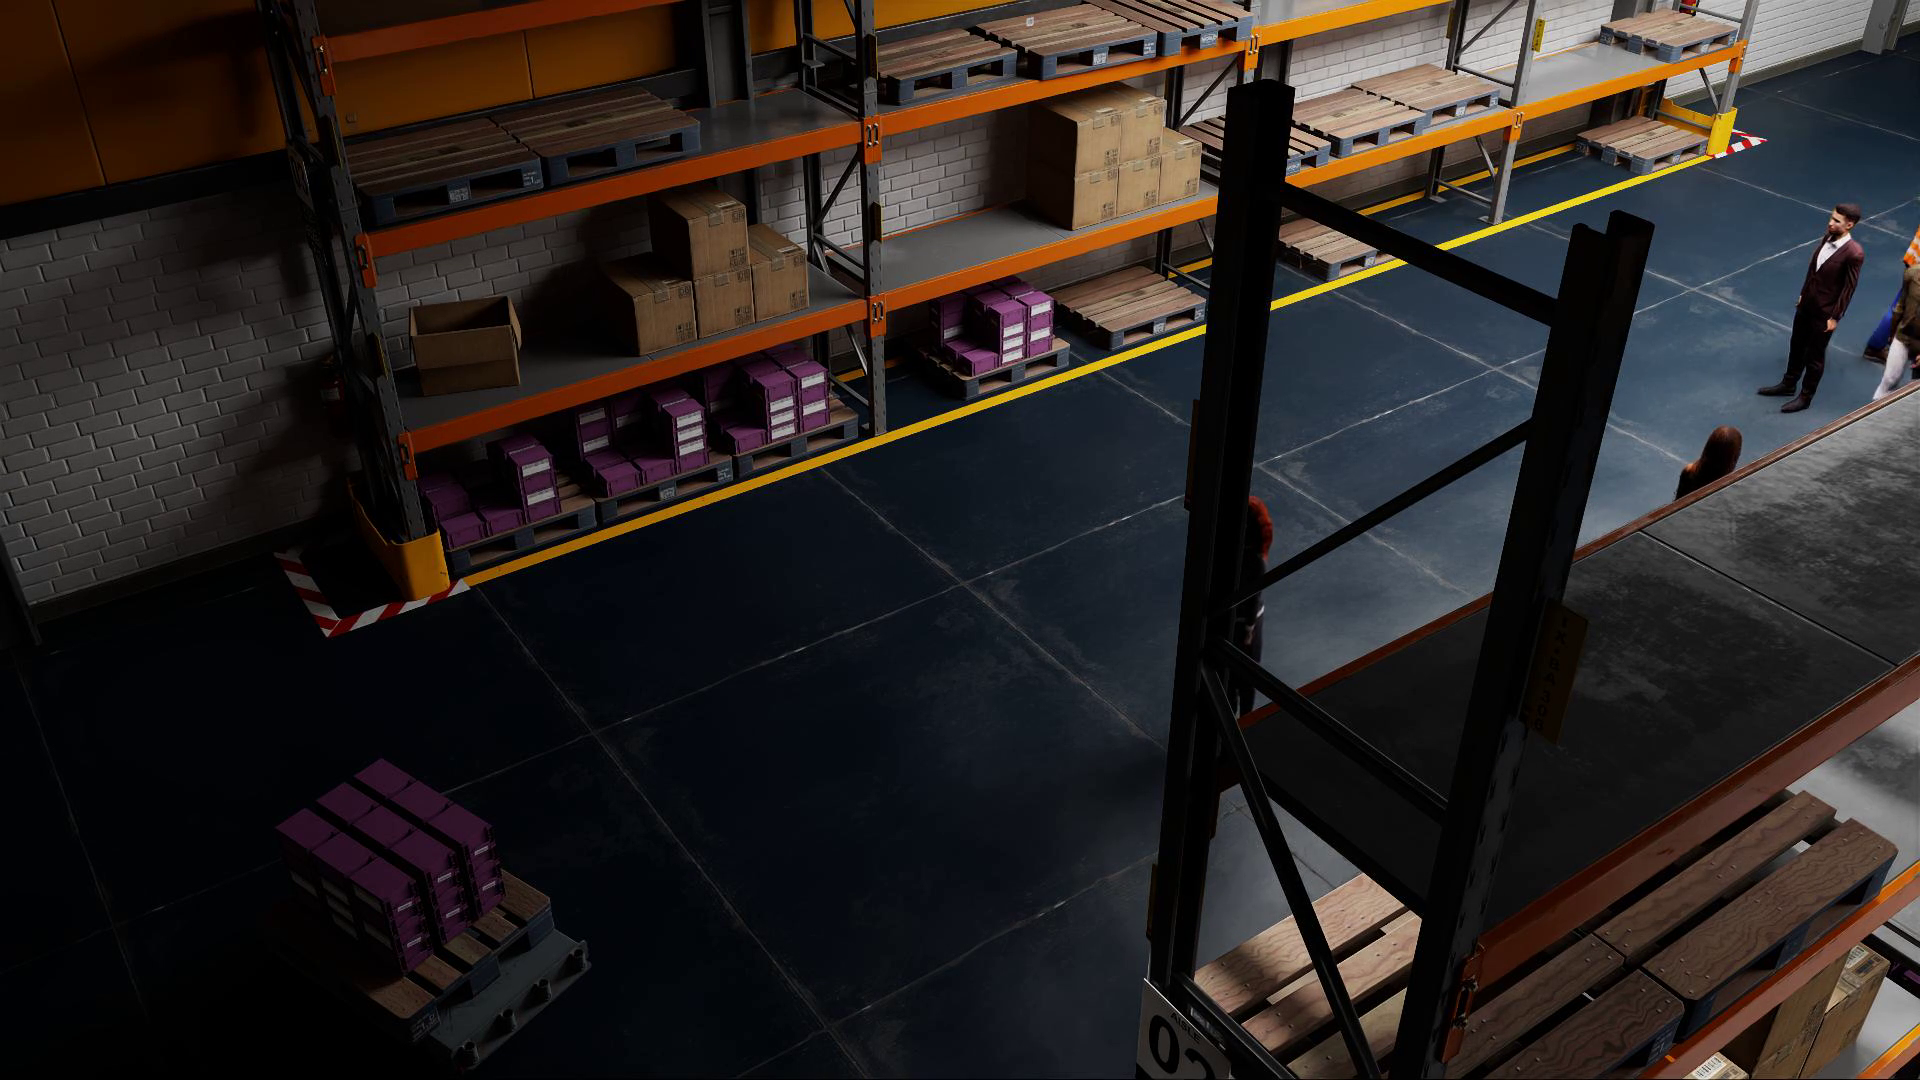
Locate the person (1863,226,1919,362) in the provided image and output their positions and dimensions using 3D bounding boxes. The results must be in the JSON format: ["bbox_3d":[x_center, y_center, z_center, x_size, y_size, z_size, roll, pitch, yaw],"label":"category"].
[{"bbox_3d":[8.559,-2.419,14.950,0.946,1.830,0.884,7,34,10],"label":"person"}]

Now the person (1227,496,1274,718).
[{"bbox_3d":[1.795,0.486,10.625,0.579,1.779,0.623,-11,35,-16],"label":"person"}]

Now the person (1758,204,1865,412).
[{"bbox_3d":[7.408,-2.017,14.313,0.756,1.864,0.768,-5,34,-8],"label":"person"}]

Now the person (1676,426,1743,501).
[{"bbox_3d":[5.023,0.024,11.388,0.931,1.703,0.574,-23,40,-31],"label":"person"}]

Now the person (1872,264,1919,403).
[{"bbox_3d":[8.020,-1.648,13.835,1.129,1.779,0.710,-22,39,-29],"label":"person"}]
